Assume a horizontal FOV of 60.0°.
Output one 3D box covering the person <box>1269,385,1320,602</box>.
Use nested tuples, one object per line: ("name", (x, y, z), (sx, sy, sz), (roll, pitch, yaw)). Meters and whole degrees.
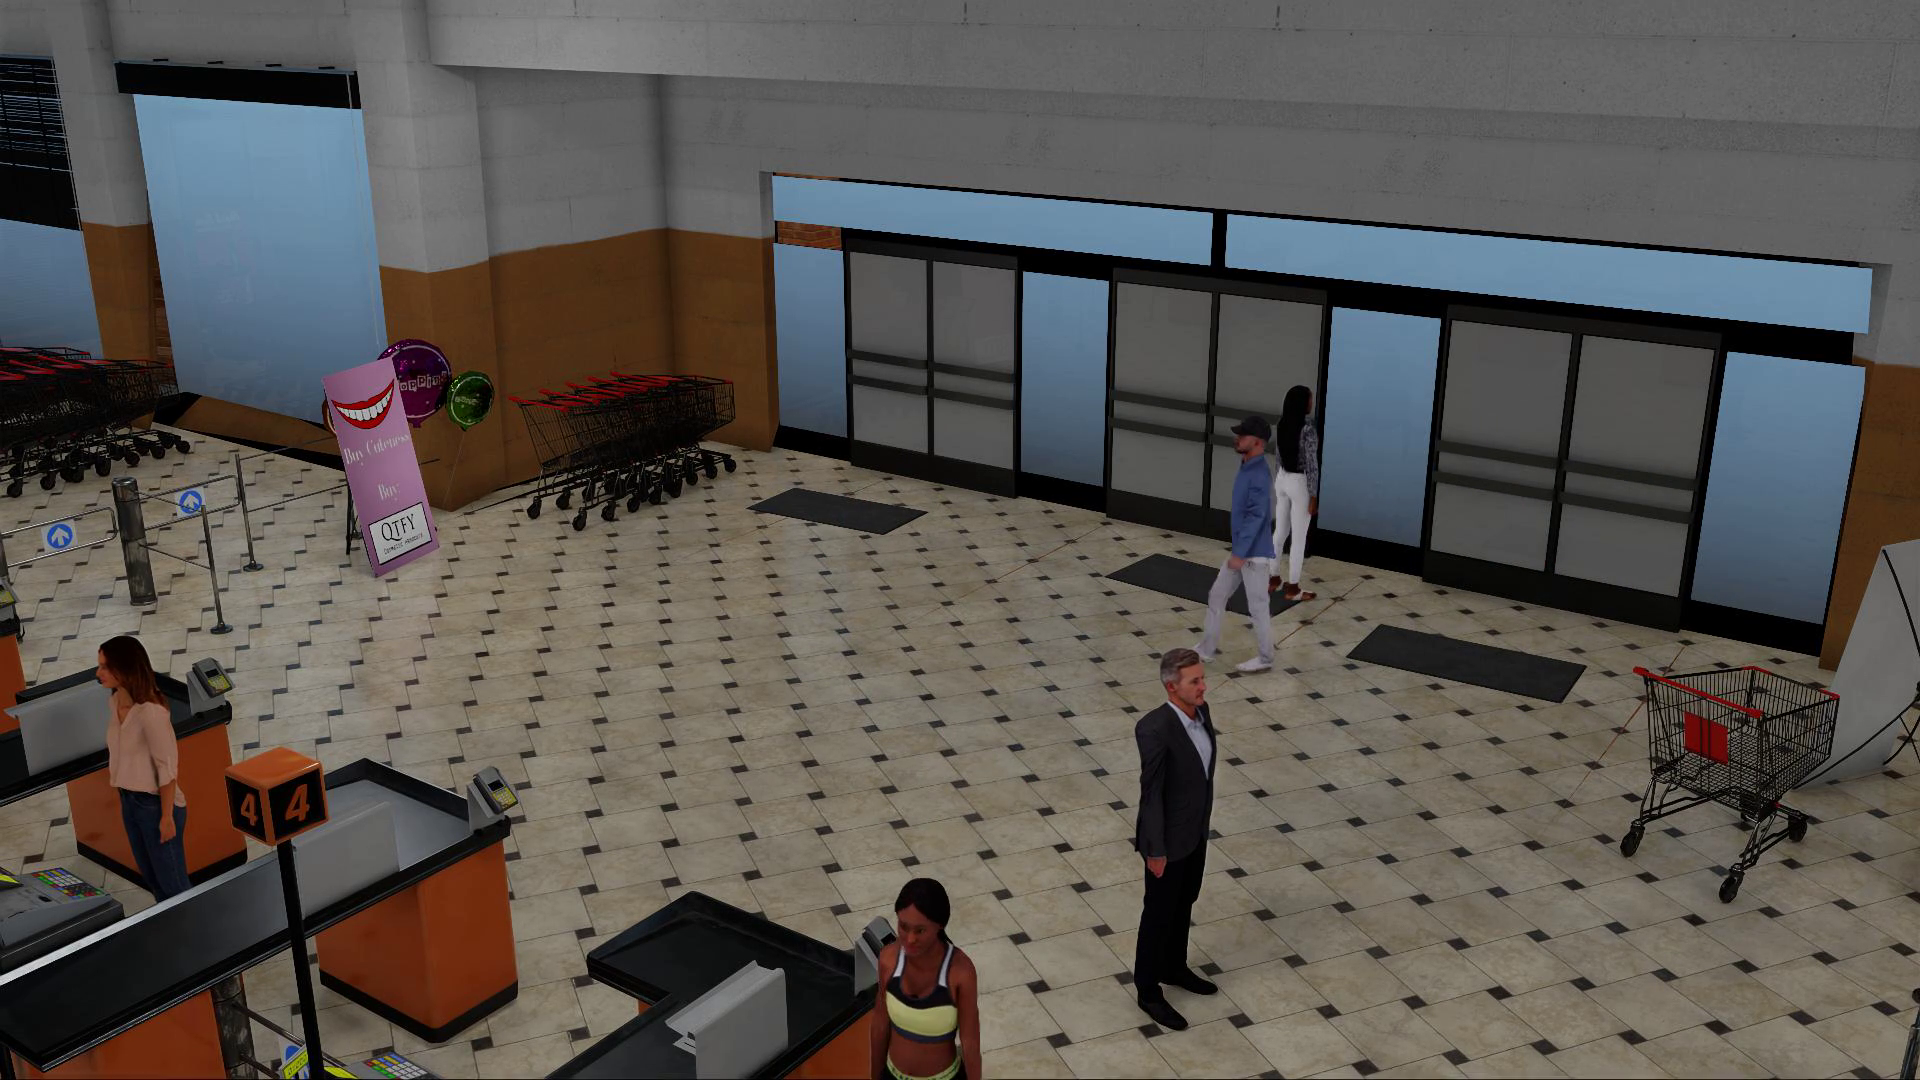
("person", (2.644, -0.384, 13.136), (0.671, 1.724, 0.677), (-9, 21, -25))

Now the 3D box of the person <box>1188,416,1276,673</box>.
("person", (2.107, 0.053, 11.619), (1.039, 1.866, 1.018), (-1, 19, -2))

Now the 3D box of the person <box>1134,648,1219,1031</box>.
("person", (1.015, 1.352, 7.803), (0.766, 1.842, 0.527), (12, 22, 31))

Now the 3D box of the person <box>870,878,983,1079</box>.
("person", (-0.090, 1.990, 6.076), (0.739, 1.737, 1.047), (7, 20, 20))

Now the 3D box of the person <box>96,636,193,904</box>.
("person", (-3.904, 1.295, 8.050), (0.602, 1.792, 0.526), (14, 23, 36))
